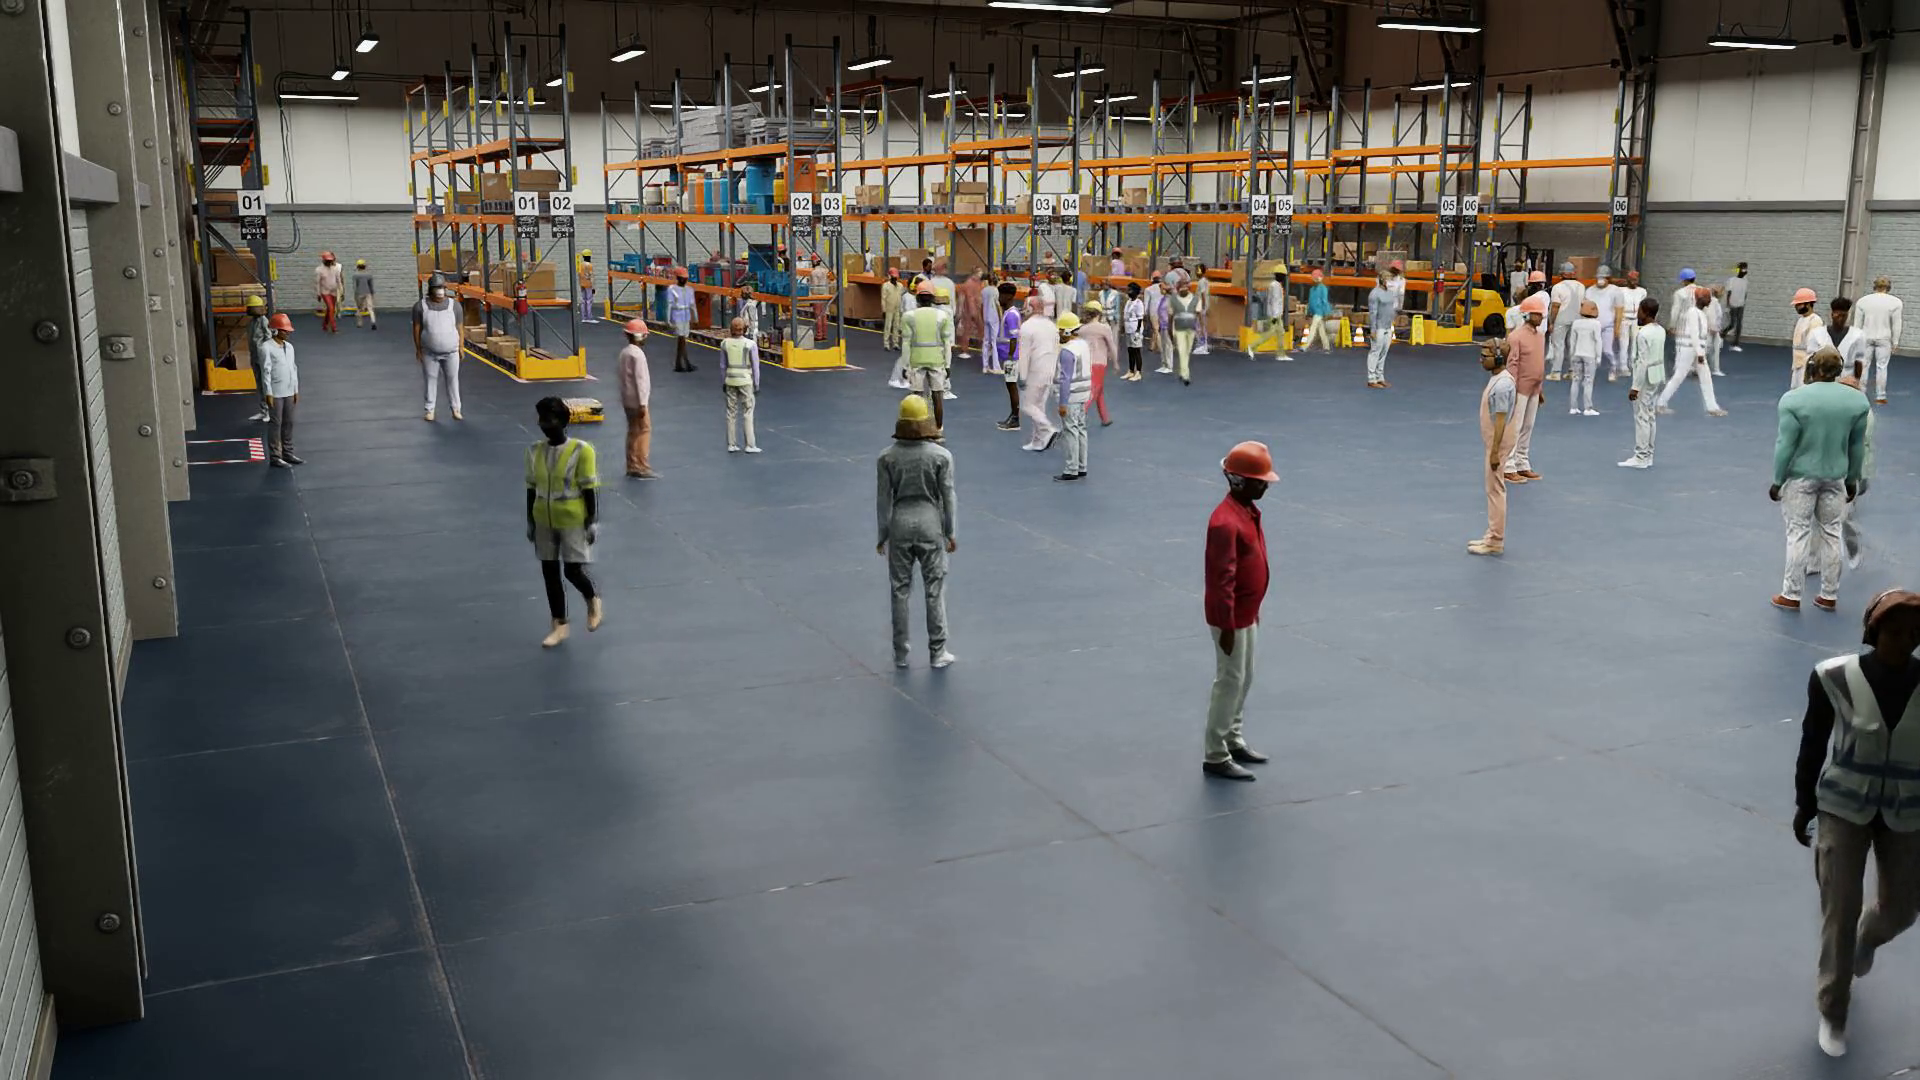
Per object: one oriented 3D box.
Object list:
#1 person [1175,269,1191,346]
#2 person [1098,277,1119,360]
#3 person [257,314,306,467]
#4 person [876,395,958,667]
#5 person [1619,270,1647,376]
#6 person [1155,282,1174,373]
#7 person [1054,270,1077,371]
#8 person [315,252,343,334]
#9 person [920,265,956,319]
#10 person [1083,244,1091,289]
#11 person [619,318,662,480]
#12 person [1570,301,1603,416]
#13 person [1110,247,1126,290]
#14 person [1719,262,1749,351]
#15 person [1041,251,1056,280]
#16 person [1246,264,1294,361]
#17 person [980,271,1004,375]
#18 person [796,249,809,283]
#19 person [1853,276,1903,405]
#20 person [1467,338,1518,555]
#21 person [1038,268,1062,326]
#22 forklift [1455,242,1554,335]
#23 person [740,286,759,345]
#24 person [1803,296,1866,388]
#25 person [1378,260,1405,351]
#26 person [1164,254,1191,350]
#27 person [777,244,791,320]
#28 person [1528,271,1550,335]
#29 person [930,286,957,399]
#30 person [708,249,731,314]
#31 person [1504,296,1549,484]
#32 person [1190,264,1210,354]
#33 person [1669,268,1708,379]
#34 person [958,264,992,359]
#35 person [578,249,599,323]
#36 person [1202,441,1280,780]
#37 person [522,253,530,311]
[{"bbox_3d":[4.752,-4.934,35.510,0.321,1.686,0.539,-2,11,-11],"label":"person"},{"bbox_3d":[2.879,-4.307,32.458,0.540,1.616,0.582,7,13,33],"label":"person"},{"bbox_3d":[-7.718,-1.702,18.949,0.352,1.741,0.569,3,11,14],"label":"person"},{"bbox_3d":[-0.259,-0.043,10.573,0.558,1.744,0.352,1,11,5],"label":"person"},{"bbox_3d":[11.820,-3.809,29.315,0.584,1.865,0.445,0,11,-2],"label":"person"},{"bbox_3d":[3.730,-3.837,30.079,0.313,1.634,0.514,-3,11,-14],"label":"person"},{"bbox_3d":[1.975,-4.013,30.461,0.518,1.825,0.881,8,14,35],"label":"person"},{"bbox_3d":[-15.187,-5.947,39.973,0.914,1.966,0.621,9,14,38],"label":"person"},{"bbox_3d":[-0.459,-4.482,32.767,0.675,1.849,0.974,-4,12,-20],"label":"person"},{"bbox_3d":[4.177,-8.713,54.249,0.356,1.879,0.567,7,13,33],"label":"person"},{"bbox_3d":[-3.498,-1.530,18.064,0.351,1.746,0.584,-6,13,-28],"label":"person"},{"bbox_3d":[8.945,-2.593,23.767,0.272,1.631,0.517,-7,13,-30],"label":"person"},{"bbox_3d":[4.037,-6.511,42.769,0.651,1.983,0.647,-11,15,-43],"label":"person"},{"bbox_3d":[16.241,-4.897,34.882,0.552,1.857,0.483,-3,12,-17],"label":"person"},{"bbox_3d":[2.903,-8.625,54.388,0.513,1.639,0.313,1,11,7],"label":"person"},{"bbox_3d":[6.087,-4.445,32.509,0.845,1.897,0.592,2,11,10],"label":"person"},{"bbox_3d":[0.581,-3.877,29.732,0.506,1.847,0.343,11,16,44],"label":"person"},{"bbox_3d":[-5.024,-8.275,52.355,0.576,1.739,0.349,-3,11,-14],"label":"person"},{"bbox_3d":[13.774,-2.992,25.002,0.635,1.936,0.353,9,14,38],"label":"person"},{"bbox_3d":[4.517,-0.787,14.057,0.348,1.839,0.504,3,12,15],"label":"person"},{"bbox_3d":[1.694,-4.181,31.270,0.563,1.847,0.392,-8,14,-35],"label":"person"},{"bbox_3d":[13.047,-6.049,39.881,2.313,2.155,1.214,-5,12,-23],"label":"forklift"},{"bbox_3d":[-3.602,-3.520,28.444,0.311,1.638,0.523,-3,12,-15],"label":"person"},{"bbox_3d":[9.878,-1.786,18.844,0.598,1.943,0.418,6,13,27],"label":"person"},{"bbox_3d":[8.973,-4.888,34.739,0.586,1.897,0.521,1,11,3],"label":"person"},{"bbox_3d":[4.468,-4.962,34.746,0.684,2.000,0.535,-10,15,-42],"label":"person"},{"bbox_3d":[-4.789,-6.935,44.769,0.384,2.041,0.615,6,12,26],"label":"person"},{"bbox_3d":[9.389,-3.416,27.144,0.350,1.942,0.543,9,14,37],"label":"person"},{"bbox_3d":[-0.279,-3.068,25.882,0.494,1.741,0.308,8,13,34],"label":"person"},{"bbox_3d":[-6.872,-7.339,47.321,0.659,1.862,0.701,6,12,27],"label":"person"},{"bbox_3d":[6.070,-1.613,17.841,0.609,1.997,0.375,-10,15,-40],"label":"person"},{"bbox_3d":[4.884,-4.705,33.954,0.511,1.839,0.549,4,12,19],"label":"person"},{"bbox_3d":[12.613,-3.739,28.799,0.622,1.938,0.413,-1,11,-6],"label":"person"},{"bbox_3d":[0.381,-4.510,32.921,0.904,1.860,0.671,5,12,23],"label":"person"},{"bbox_3d":[-9.769,-6.651,43.620,0.587,1.927,0.364,10,15,40],"label":"person"},{"bbox_3d":[1.435,0.355,8.494,0.354,1.737,0.577,5,12,22],"label":"person"},{"bbox_3d":[-12.831,-7.614,49.079,0.358,1.717,0.675,0,11,0],"label":"person"}]
